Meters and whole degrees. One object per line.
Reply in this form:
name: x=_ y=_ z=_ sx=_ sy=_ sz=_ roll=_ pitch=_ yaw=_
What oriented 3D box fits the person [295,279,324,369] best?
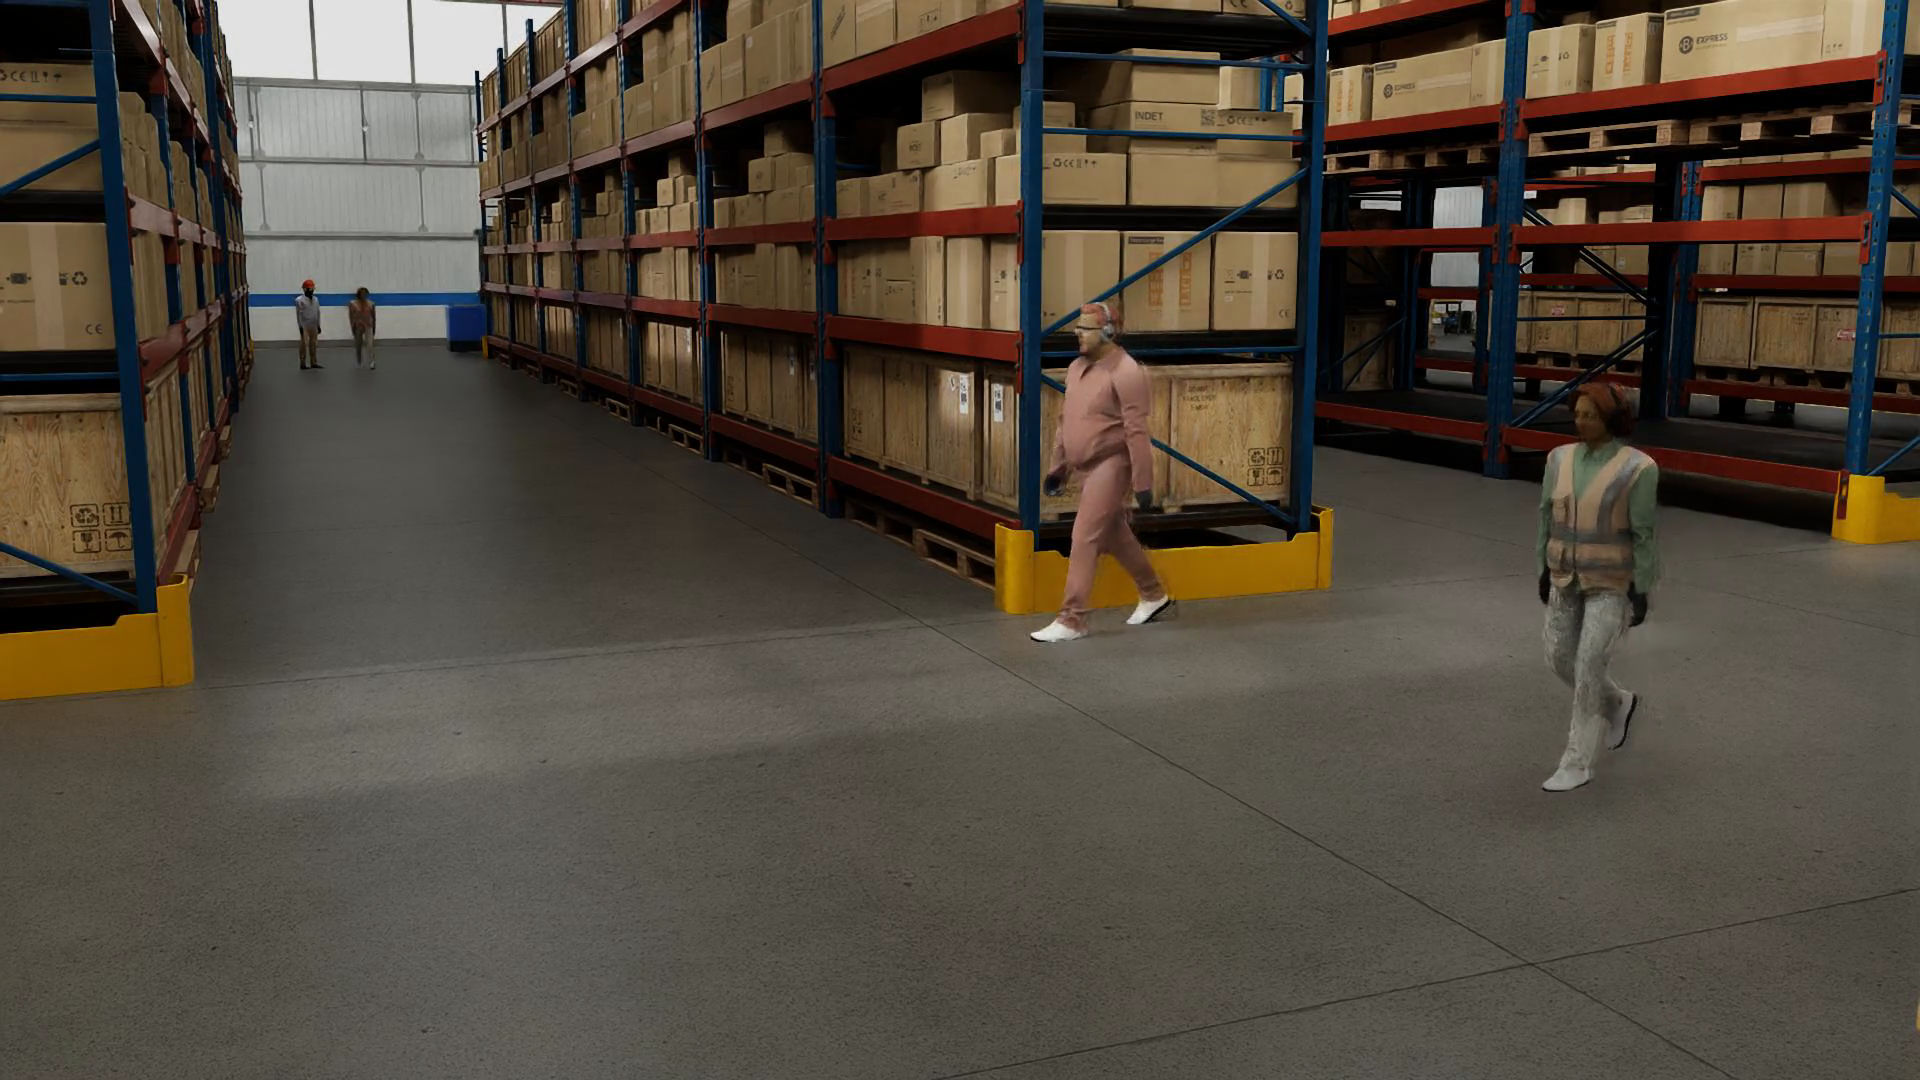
person: x=-12.653 y=-4.192 z=32.381 sx=0.360 sy=1.742 sz=0.563 roll=4 pitch=10 yaw=23

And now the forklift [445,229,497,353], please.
forklift: x=-10.760 y=-5.684 z=37.910 sx=1.873 sy=2.768 sz=1.129 roll=-4 pitch=10 yaw=-22

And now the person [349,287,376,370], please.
person: x=-11.658 y=-4.134 z=32.457 sx=0.511 sy=1.599 sz=0.843 roll=-5 pitch=11 yaw=-28

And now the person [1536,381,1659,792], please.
person: x=2.557 y=0.169 z=6.632 sx=0.635 sy=1.621 sz=0.523 roll=-6 pitch=11 yaw=-32

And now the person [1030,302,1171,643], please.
person: x=0.833 y=-0.388 z=9.249 sx=0.980 sy=1.866 sz=0.637 roll=-4 pitch=10 yaw=-24
